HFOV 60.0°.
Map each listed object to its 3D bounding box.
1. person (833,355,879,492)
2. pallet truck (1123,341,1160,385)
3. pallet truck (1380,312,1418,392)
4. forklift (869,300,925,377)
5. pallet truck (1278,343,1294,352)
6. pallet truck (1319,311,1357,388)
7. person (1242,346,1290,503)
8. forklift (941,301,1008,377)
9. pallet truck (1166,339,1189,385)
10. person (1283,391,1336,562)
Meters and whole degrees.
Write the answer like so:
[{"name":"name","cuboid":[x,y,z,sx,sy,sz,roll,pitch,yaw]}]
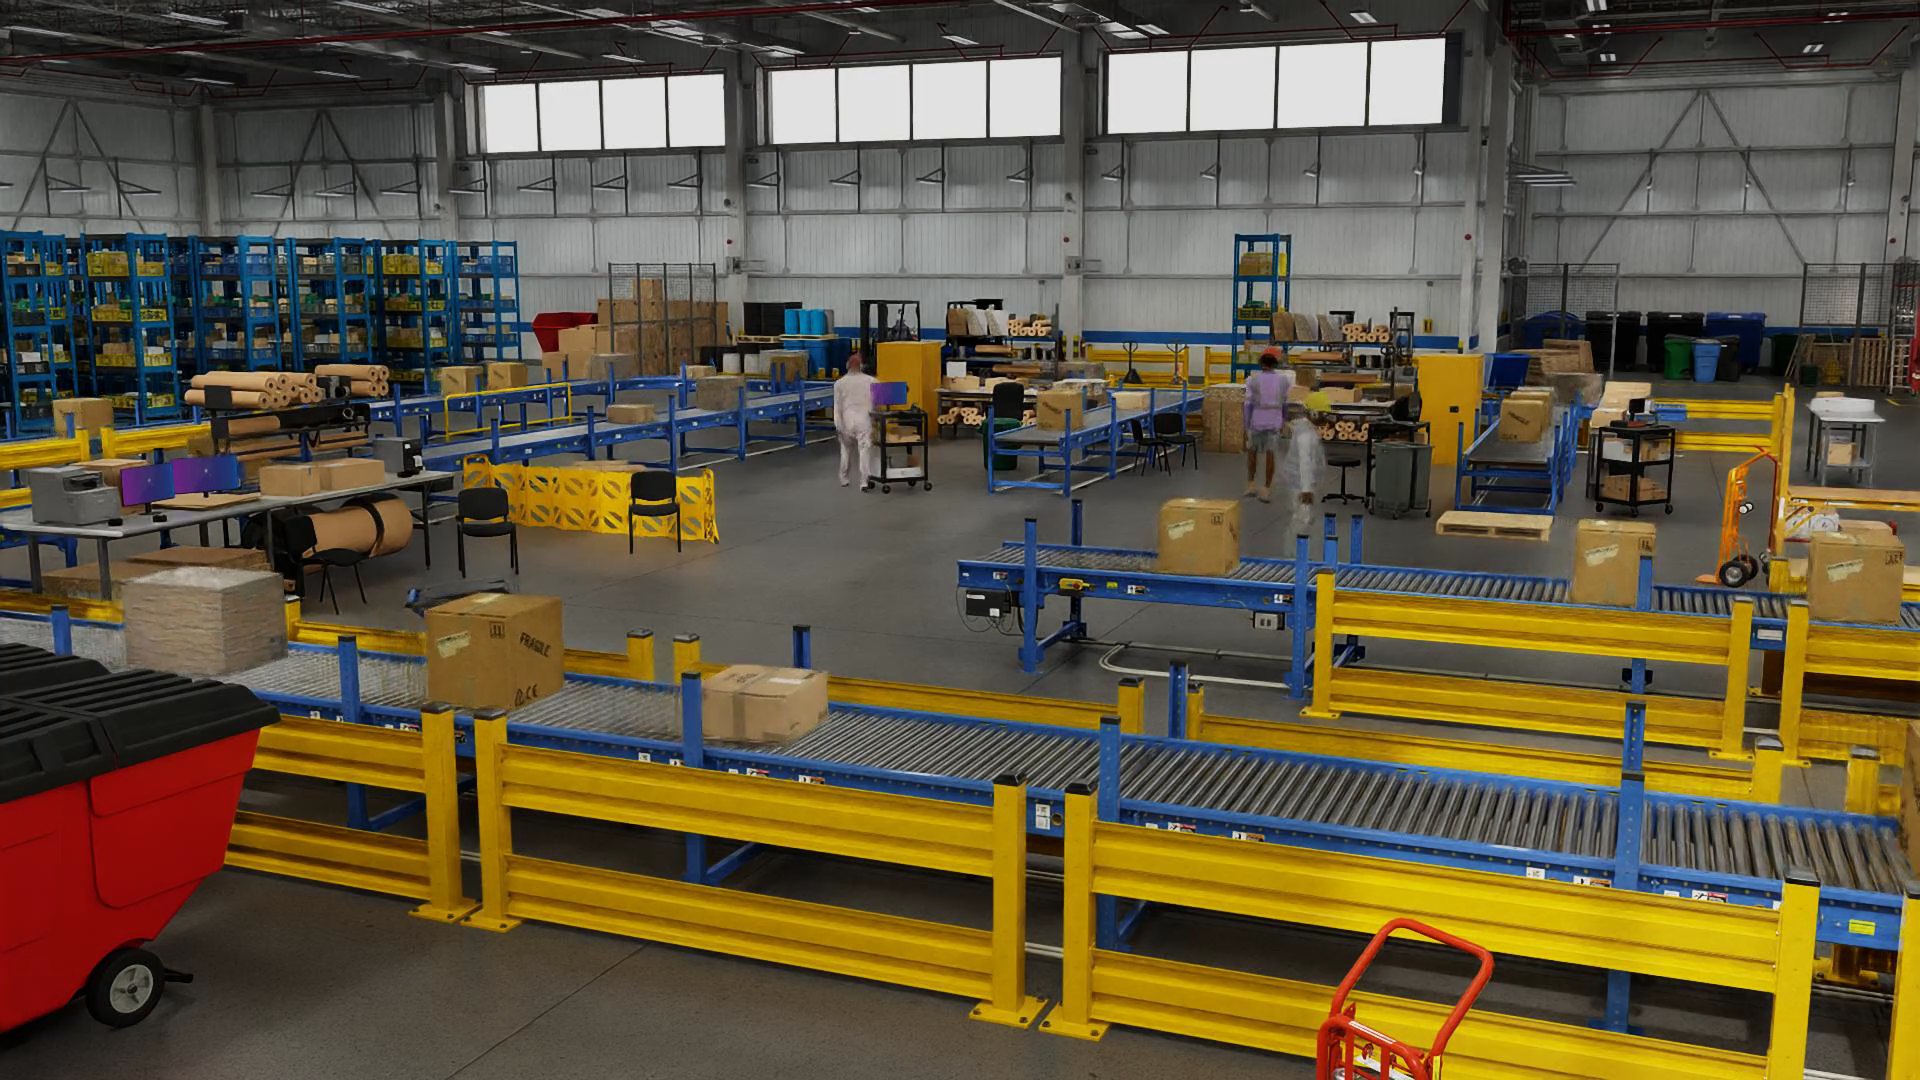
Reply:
[{"name":"person","cuboid":[-1.401,-1.582,22.530,0.631,1.835,1.046,-1,9,-6]},{"name":"pallet truck","cuboid":[4.445,-4.380,41.279,0.680,1.201,1.601,4,10,22]},{"name":"pallet truck","cuboid":[10.207,-4.283,38.369,0.823,1.965,1.885,3,10,20]},{"name":"forklift","cuboid":[-1.732,-5.109,42.468,1.157,1.987,2.680,4,10,22]},{"name":"pallet truck","cuboid":[7.886,-4.163,39.743,0.653,1.274,1.630,4,10,22]},{"name":"pallet truck","cuboid":[9.071,-4.419,39.190,0.823,1.965,1.885,5,10,26]},{"name":"person","cuboid":[3.925,-1.490,21.426,0.619,2.001,0.713,-1,9,-4]},{"name":"forklift","cuboid":[0.365,-4.966,41.571,1.157,1.987,2.680,3,10,20]},{"name":"pallet truck","cuboid":[5.418,-4.269,40.420,0.704,1.261,1.522,3,10,20]},{"name":"person","cuboid":[3.456,-0.578,16.522,0.504,1.800,0.603,2,10,13]}]
